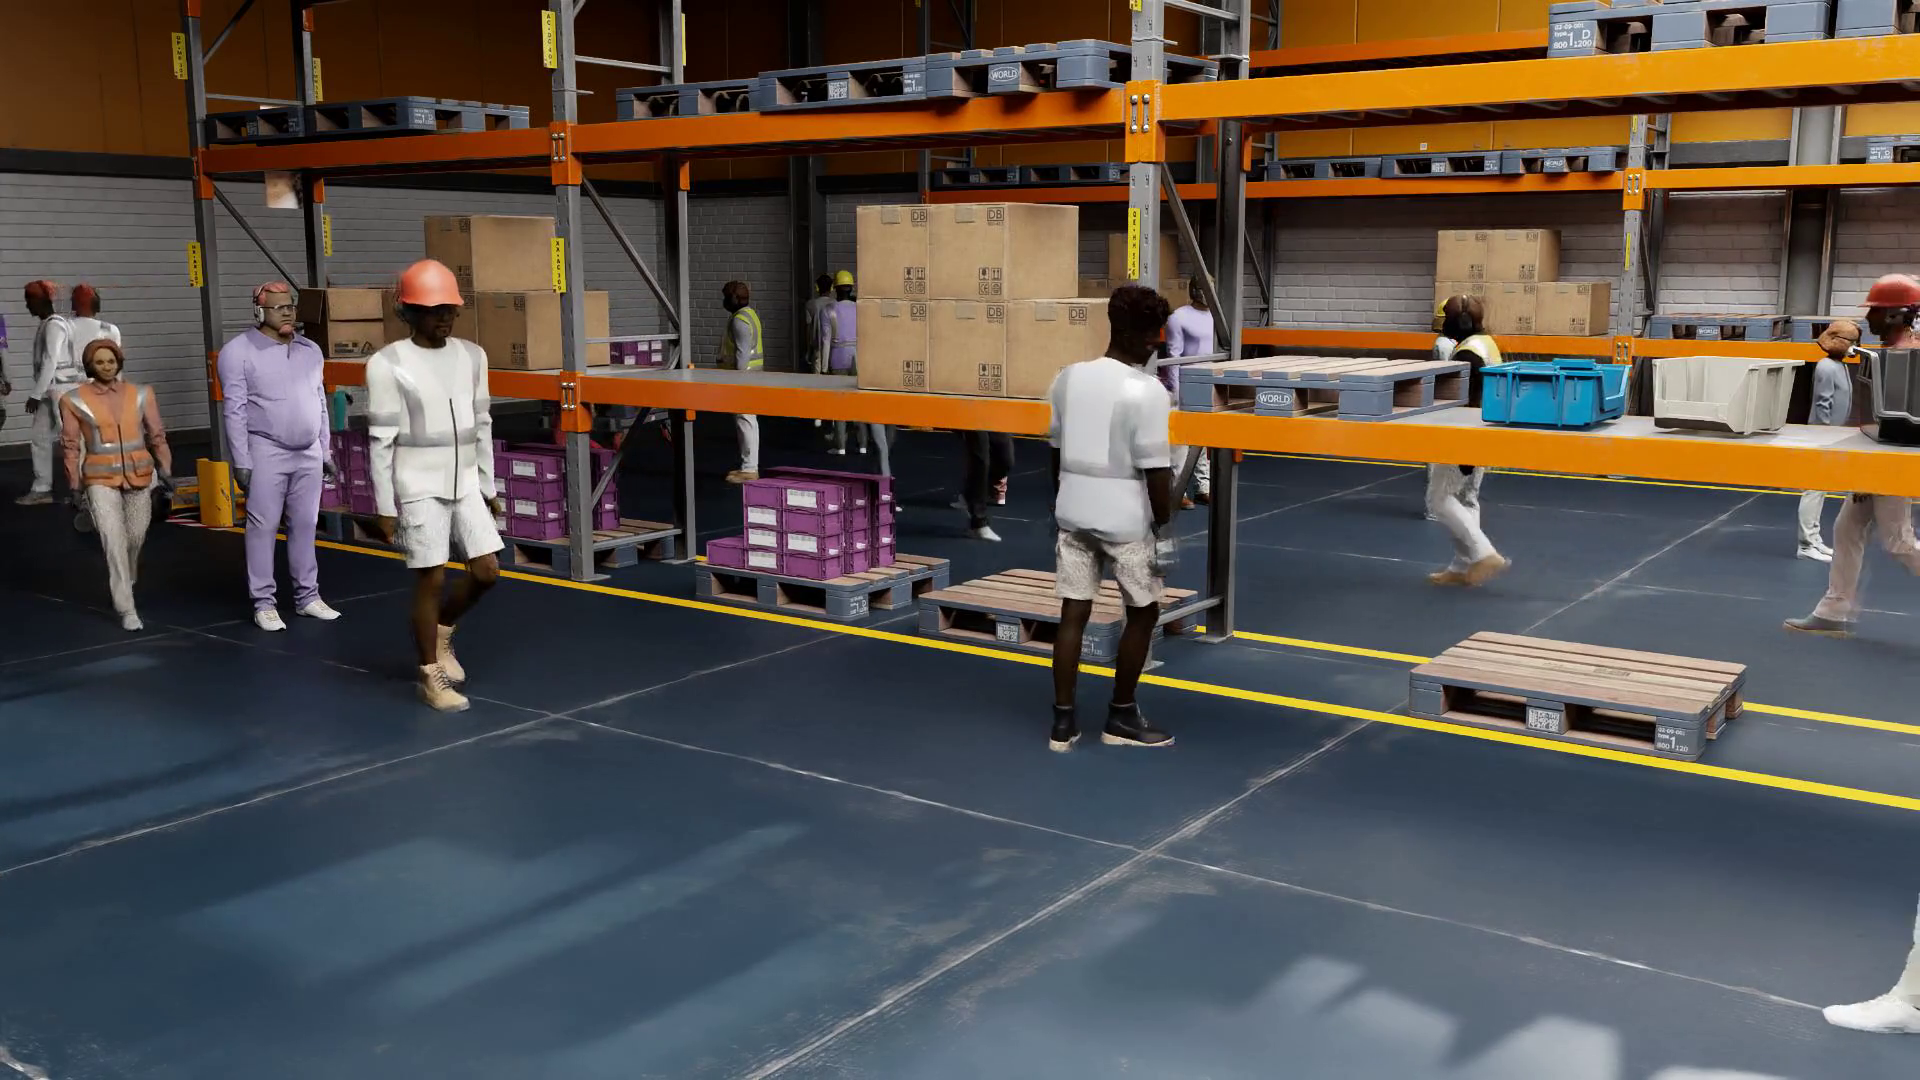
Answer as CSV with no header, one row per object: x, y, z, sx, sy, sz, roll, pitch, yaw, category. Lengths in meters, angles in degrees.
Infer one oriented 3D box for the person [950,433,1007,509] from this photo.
0.160,-1.197,13.553,0.642,1.913,0.410,-9,13,-41,person

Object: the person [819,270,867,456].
-1.197,-1.833,17.302,0.594,1.922,0.385,-5,11,-26,person

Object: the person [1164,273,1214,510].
1.954,-1.219,13.604,0.627,1.940,0.372,-6,11,-31,person

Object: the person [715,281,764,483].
-2.016,-1.441,15.222,0.428,1.840,0.631,0,10,0,person

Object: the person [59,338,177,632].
-4.732,-0.332,9.328,0.527,1.602,0.824,-9,13,-42,person

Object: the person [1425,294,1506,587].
3.102,-0.593,10.231,0.429,1.827,0.634,5,11,27,person

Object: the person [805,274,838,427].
-1.640,-2.314,20.338,0.531,1.867,0.317,1,10,5,person

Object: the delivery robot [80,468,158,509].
-6.399,-0.414,12.642,0.477,0.478,0.707,-1,10,-3,delivery robot

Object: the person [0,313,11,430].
-9.289,-1.566,15.729,0.563,1.920,0.716,-2,10,-11,person

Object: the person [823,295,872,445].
-1.118,-1.877,18.393,0.887,1.649,0.564,4,10,21,person

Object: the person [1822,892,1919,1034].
2.760,0.430,4.137,0.879,1.832,0.528,2,10,13,person

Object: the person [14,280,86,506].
-7.464,-1.192,13.655,0.637,1.859,0.589,-7,12,-38,person

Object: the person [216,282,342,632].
-3.733,-0.464,9.201,0.409,1.909,0.640,6,11,31,person

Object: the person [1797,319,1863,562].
5.893,-0.677,11.278,0.288,1.633,0.499,8,12,38,person

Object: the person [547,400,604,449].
-3.392,-1.290,14.632,0.731,1.739,0.540,-7,12,-35,person

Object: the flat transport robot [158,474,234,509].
-6.179,-0.400,13.679,1.431,0.197,0.652,-9,13,-42,flat transport robot

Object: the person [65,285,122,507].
-7.294,-1.208,13.905,0.590,1.839,1.017,-3,10,-15,person

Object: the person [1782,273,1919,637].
4.927,-0.401,8.674,0.936,1.967,0.607,5,11,28,person

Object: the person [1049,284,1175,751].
0.580,-0.076,6.833,0.697,1.932,0.413,9,13,42,person

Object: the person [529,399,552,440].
-4.575,-2.024,18.722,0.554,1.826,0.713,9,13,43,person

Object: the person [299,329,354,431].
-5.545,-1.299,14.601,0.322,1.765,0.535,5,11,25,person

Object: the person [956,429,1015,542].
0.150,-0.946,12.107,0.596,1.904,0.504,-8,12,-39,person

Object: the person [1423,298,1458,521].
3.813,-1.021,13.004,0.300,1.743,0.493,2,10,14,person

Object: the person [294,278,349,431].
-6.399,-1.725,16.757,0.681,1.888,0.479,0,10,2,person

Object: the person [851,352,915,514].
-0.645,-1.040,13.571,0.515,1.593,0.842,-6,11,-31,person

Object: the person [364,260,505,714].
-2.347,-0.232,7.459,0.498,2.024,0.638,7,12,37,person
